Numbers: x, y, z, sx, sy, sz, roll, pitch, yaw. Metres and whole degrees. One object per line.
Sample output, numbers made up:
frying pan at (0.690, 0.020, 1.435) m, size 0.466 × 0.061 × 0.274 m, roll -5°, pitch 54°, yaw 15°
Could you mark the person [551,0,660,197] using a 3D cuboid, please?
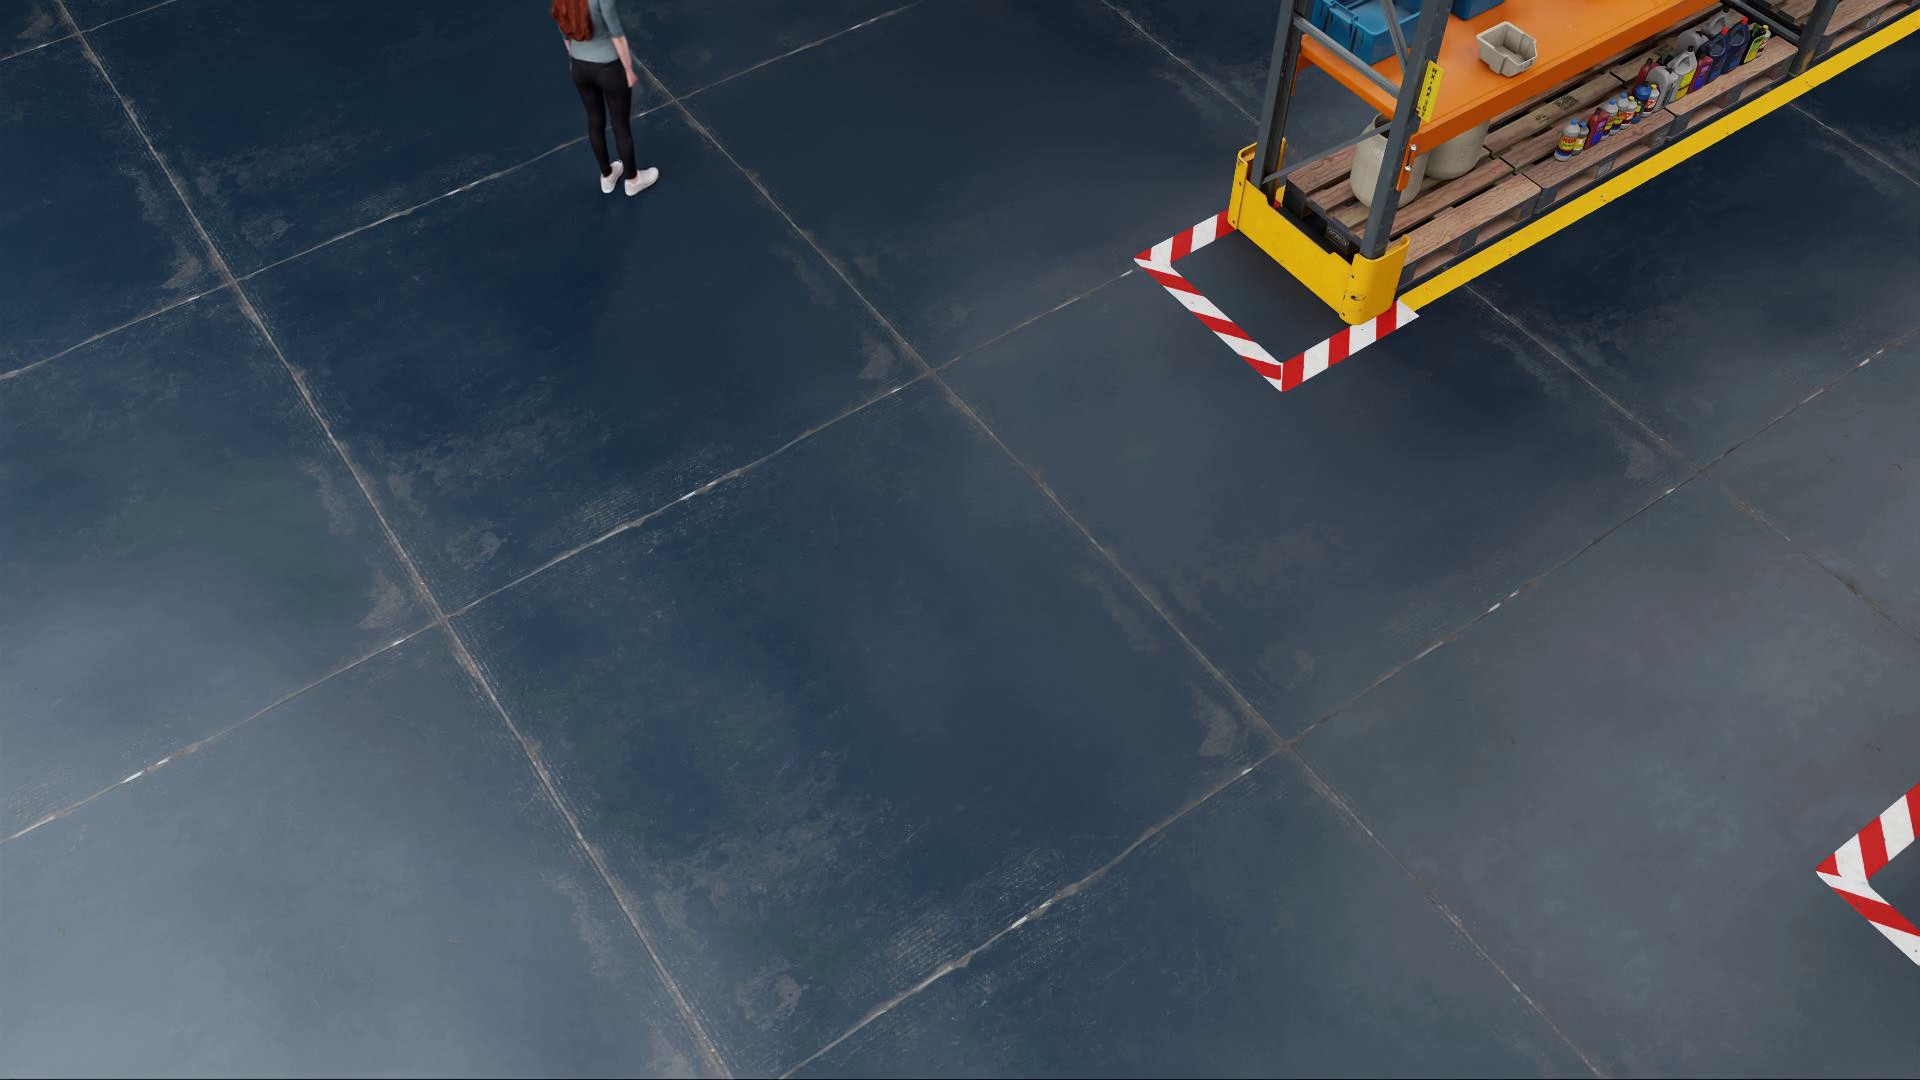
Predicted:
person at (-2.119, -2.769, 9.770) m, size 0.676 × 1.742 × 0.701 m, roll 19°, pitch 55°, yaw 14°
